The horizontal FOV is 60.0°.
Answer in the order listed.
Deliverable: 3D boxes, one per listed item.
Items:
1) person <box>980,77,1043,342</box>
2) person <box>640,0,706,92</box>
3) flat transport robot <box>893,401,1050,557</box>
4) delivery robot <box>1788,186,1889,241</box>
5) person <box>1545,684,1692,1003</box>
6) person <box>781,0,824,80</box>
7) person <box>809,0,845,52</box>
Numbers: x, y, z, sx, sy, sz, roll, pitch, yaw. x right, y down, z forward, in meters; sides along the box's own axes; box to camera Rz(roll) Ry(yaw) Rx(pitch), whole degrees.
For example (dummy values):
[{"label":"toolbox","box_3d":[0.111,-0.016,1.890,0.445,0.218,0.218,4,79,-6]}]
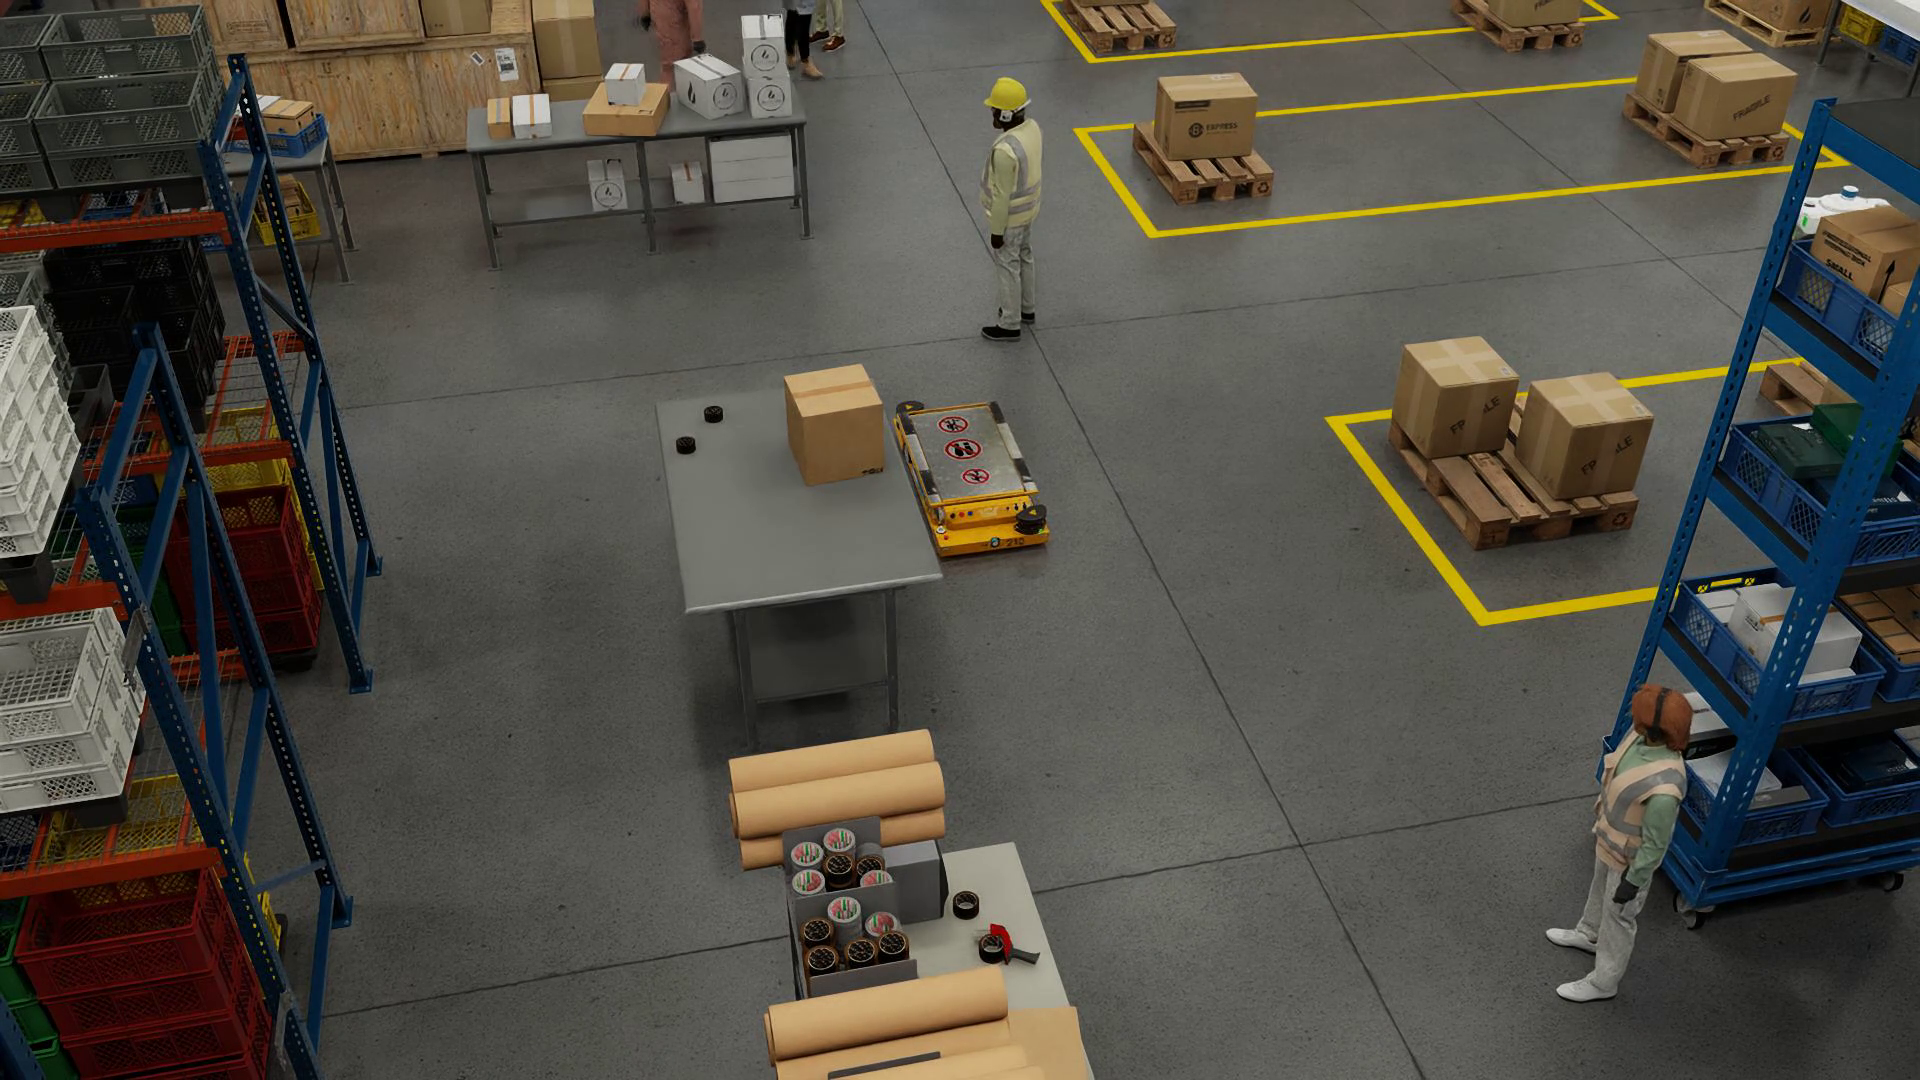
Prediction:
[{"label":"person","box_3d":[0.339,-2.233,11.241,0.403,1.823,0.590,15,39,19]},{"label":"person","box_3d":[-2.402,-4.387,14.118,0.690,1.848,0.674,-19,41,-24]},{"label":"flat transport robot","box_3d":[0.046,-0.430,10.108,0.652,0.197,1.431,-8,37,-10]},{"label":"delivery robot","box_3d":[6.601,-2.413,12.462,0.707,0.478,0.477,1,37,2]},{"label":"person","box_3d":[2.693,1.230,6.738,0.314,1.638,0.521,6,37,8]},{"label":"person","box_3d":[-1.458,-5.103,15.227,0.319,1.671,0.669,-27,44,-31]},{"label":"person","box_3d":[-1.307,-5.577,15.697,0.309,1.868,0.535,-29,46,-33]}]
